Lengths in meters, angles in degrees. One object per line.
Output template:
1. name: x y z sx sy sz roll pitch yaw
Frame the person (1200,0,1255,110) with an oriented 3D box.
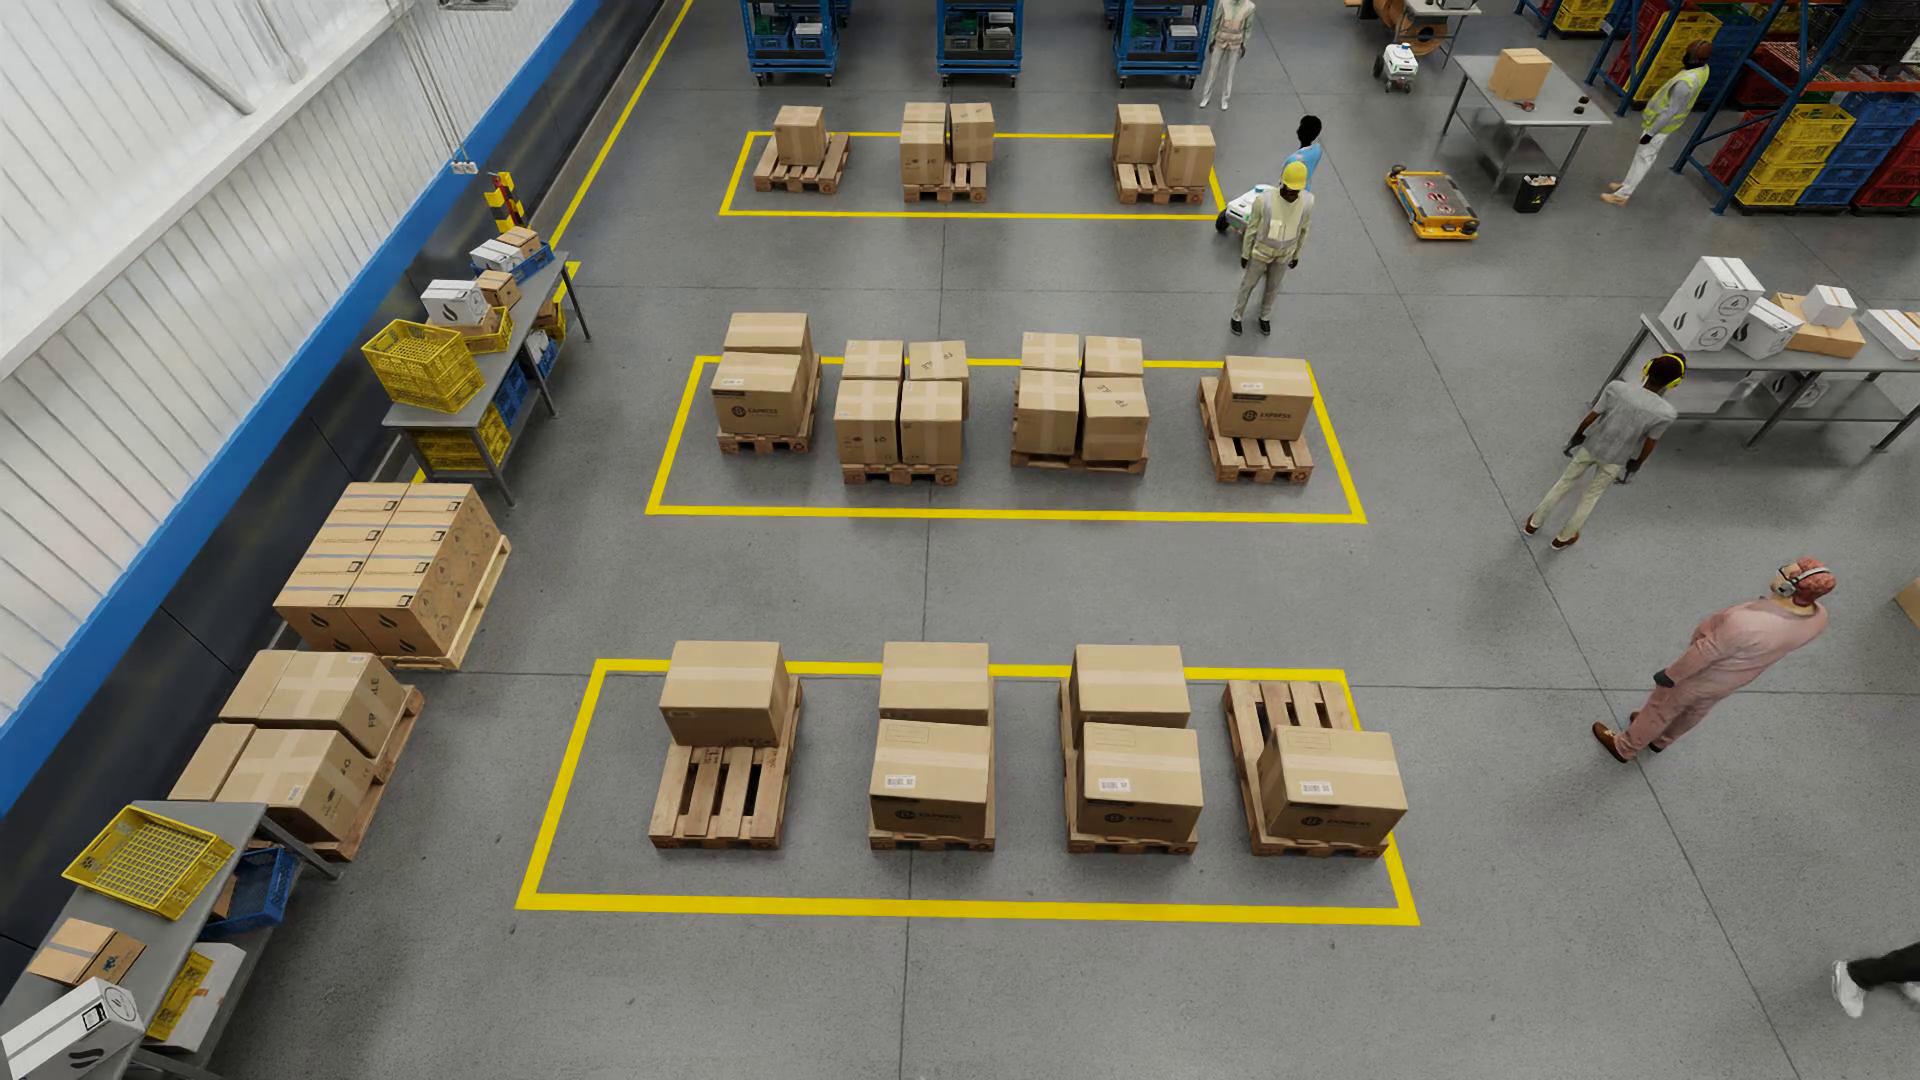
1. person: 3.632 -6.712 12.425 0.512 1.641 0.309 13 50 11

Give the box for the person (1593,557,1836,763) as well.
1. person: 4.740 0.783 5.772 0.647 1.901 0.402 -9 50 -8

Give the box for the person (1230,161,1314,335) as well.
1. person: 3.042 -2.816 8.934 0.597 1.824 0.403 -1 49 -1

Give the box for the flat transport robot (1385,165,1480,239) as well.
1. flat transport robot: 5.692 -4.094 11.059 0.652 0.197 1.431 1 49 1

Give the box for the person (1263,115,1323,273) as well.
1. person: 3.510 -3.637 9.726 0.540 1.695 0.317 -36 58 -27

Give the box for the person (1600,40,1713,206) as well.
1. person: 8.132 -4.831 10.670 0.429 1.838 0.622 36 58 27

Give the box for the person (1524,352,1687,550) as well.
1. person: 4.950 -0.667 7.042 0.315 1.870 0.532 -35 58 -26

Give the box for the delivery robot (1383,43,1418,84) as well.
1. delivery robot: 6.372 -6.919 13.258 0.477 0.478 0.707 5 49 4

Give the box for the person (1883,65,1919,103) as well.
1. person: 13.263 -6.846 12.358 0.656 1.913 0.575 -11 50 -10

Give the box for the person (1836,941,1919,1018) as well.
1. person: 5.416 2.012 4.710 0.680 1.904 0.425 -17 51 -15

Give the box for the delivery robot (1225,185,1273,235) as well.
1. delivery robot: 3.422 -3.865 10.615 0.707 0.478 0.477 -31 56 -24
